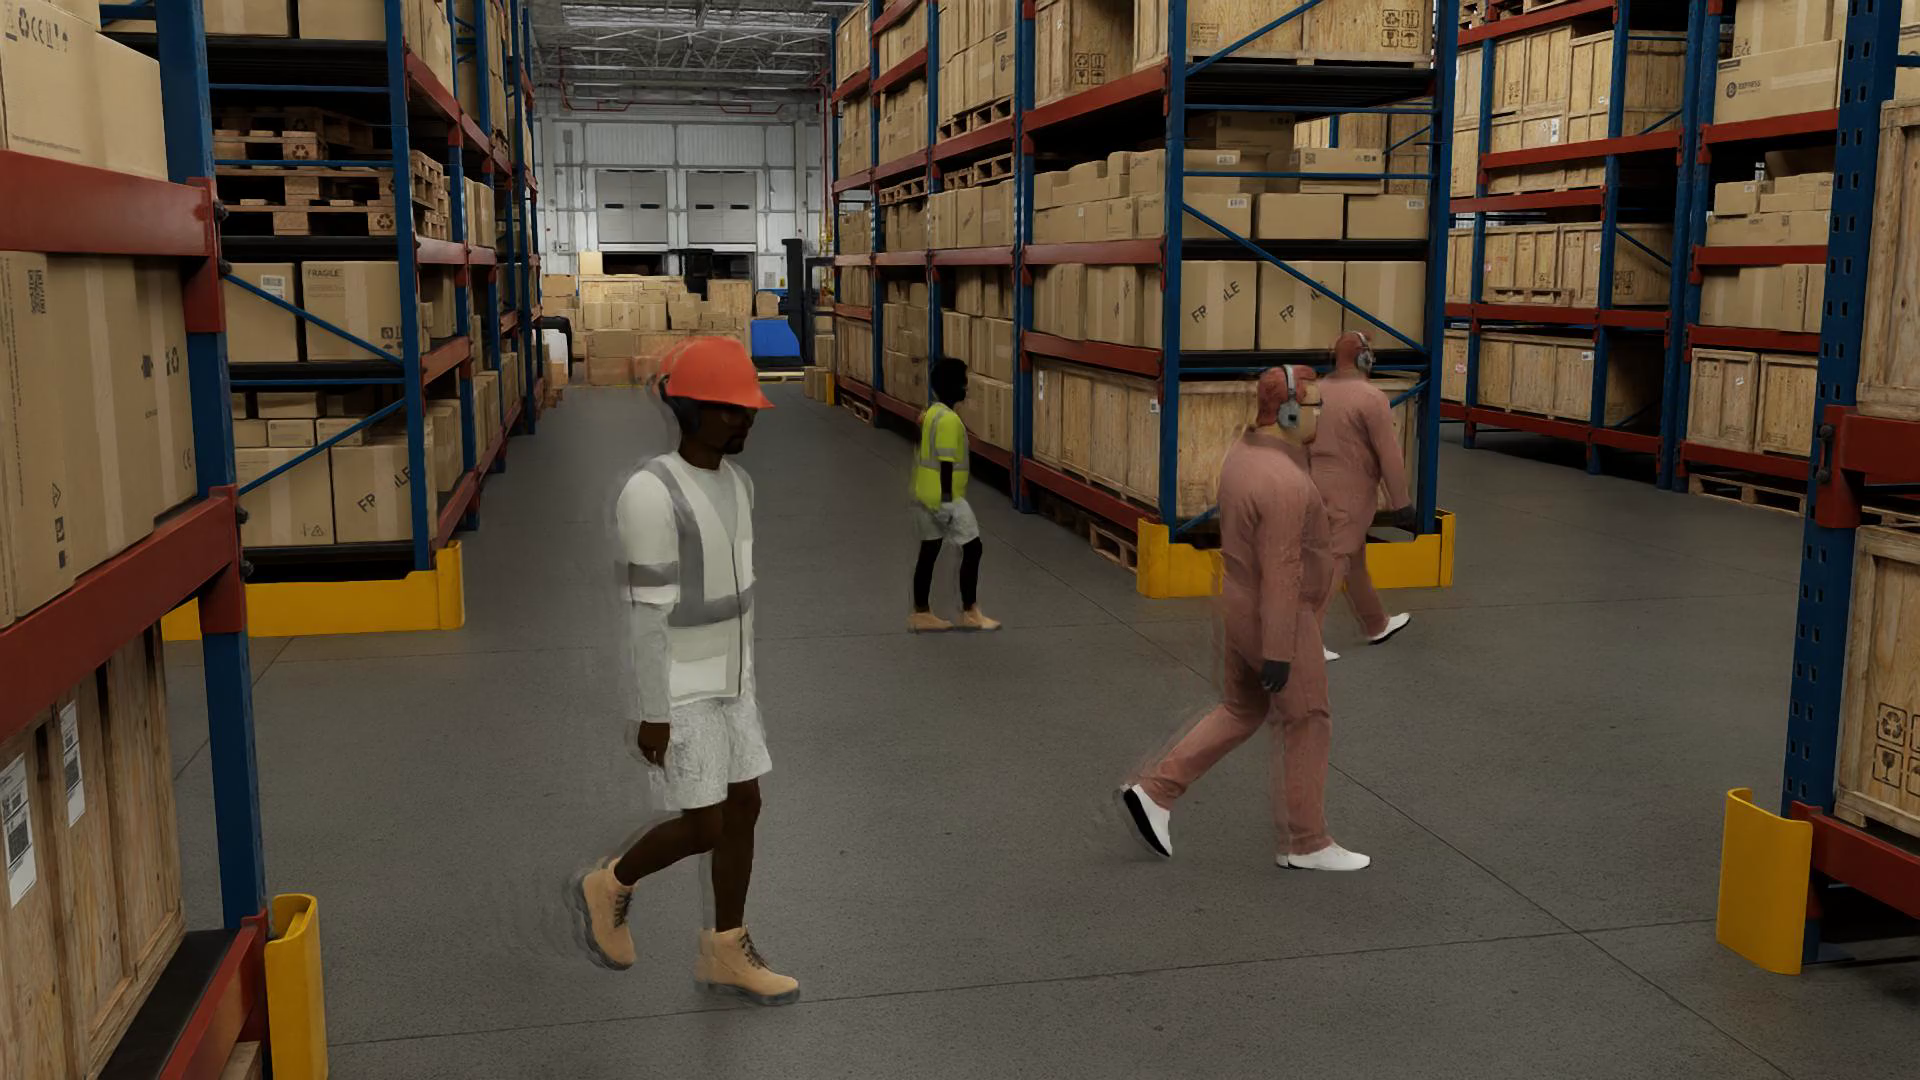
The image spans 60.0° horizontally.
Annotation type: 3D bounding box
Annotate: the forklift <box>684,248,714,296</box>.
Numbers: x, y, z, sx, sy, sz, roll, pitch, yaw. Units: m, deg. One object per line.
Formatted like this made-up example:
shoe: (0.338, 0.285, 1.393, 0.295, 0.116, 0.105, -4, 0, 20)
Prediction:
forklift: (-8.410, -8.037, 53.813, 1.129, 2.768, 1.873, -7, 12, -38)

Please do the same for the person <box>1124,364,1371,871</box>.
person: (1.063, 0.295, 6.064, 0.831, 1.885, 0.640, -2, 9, -10)

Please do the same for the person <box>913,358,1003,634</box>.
person: (0.006, -0.258, 10.025, 0.656, 1.671, 0.558, -2, 10, -14)

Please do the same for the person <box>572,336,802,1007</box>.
person: (-0.819, 0.404, 4.957, 0.623, 2.023, 0.611, 4, 10, 24)

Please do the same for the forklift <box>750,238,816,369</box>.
forklift: (-3.590, -5.114, 35.993, 1.873, 2.768, 1.129, -1, 9, -3)

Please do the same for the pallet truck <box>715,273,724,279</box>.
pallet truck: (-8.580, -8.986, 62.280, 1.885, 1.965, 0.823, 1, 9, 5)

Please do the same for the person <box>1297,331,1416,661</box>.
person: (2.264, -0.245, 9.440, 0.994, 1.856, 0.647, -4, 10, -24)
